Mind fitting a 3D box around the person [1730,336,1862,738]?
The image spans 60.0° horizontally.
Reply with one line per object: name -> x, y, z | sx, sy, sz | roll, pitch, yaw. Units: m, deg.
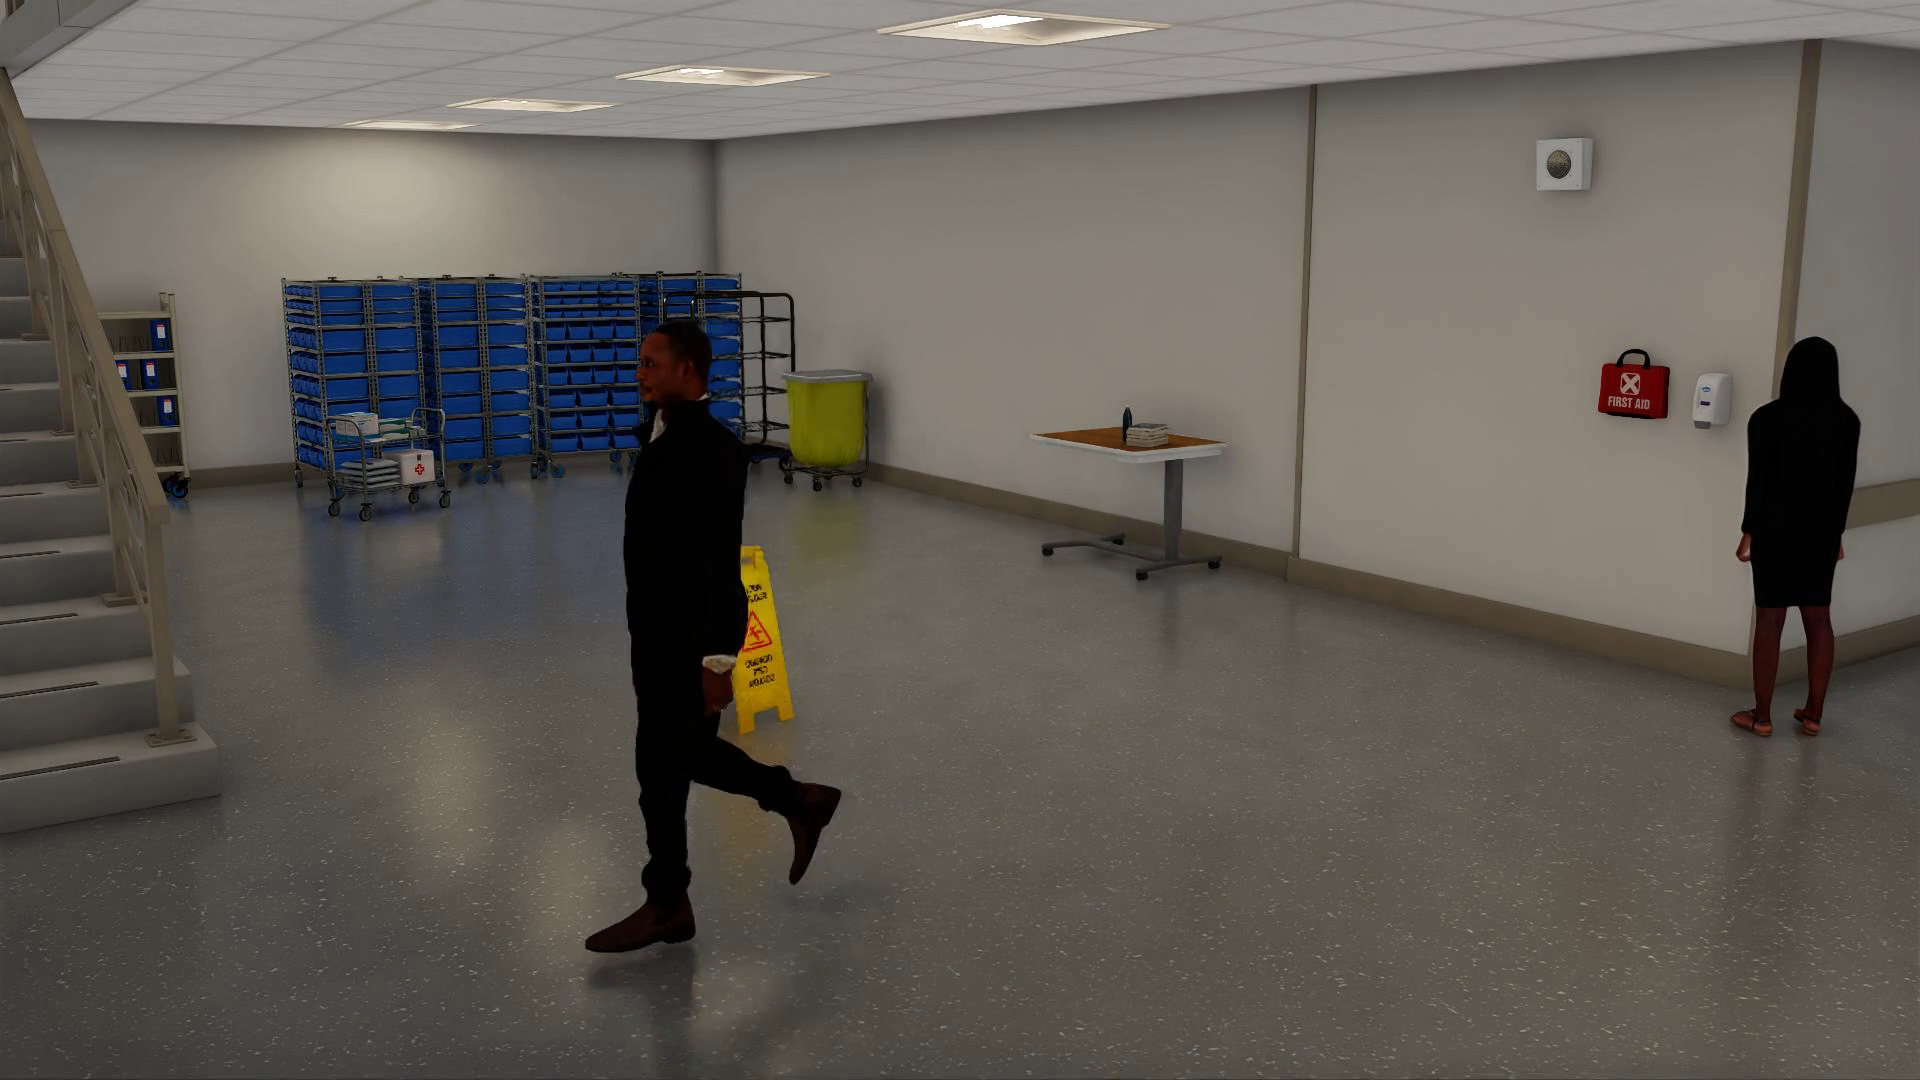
person -> 3.587, -0.015, 7.143 | 0.685, 1.719, 0.711 | 0, 11, 2

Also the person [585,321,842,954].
person -> -0.750, 0.297, 5.052 | 0.841, 1.884, 1.076 | -6, 12, -28
